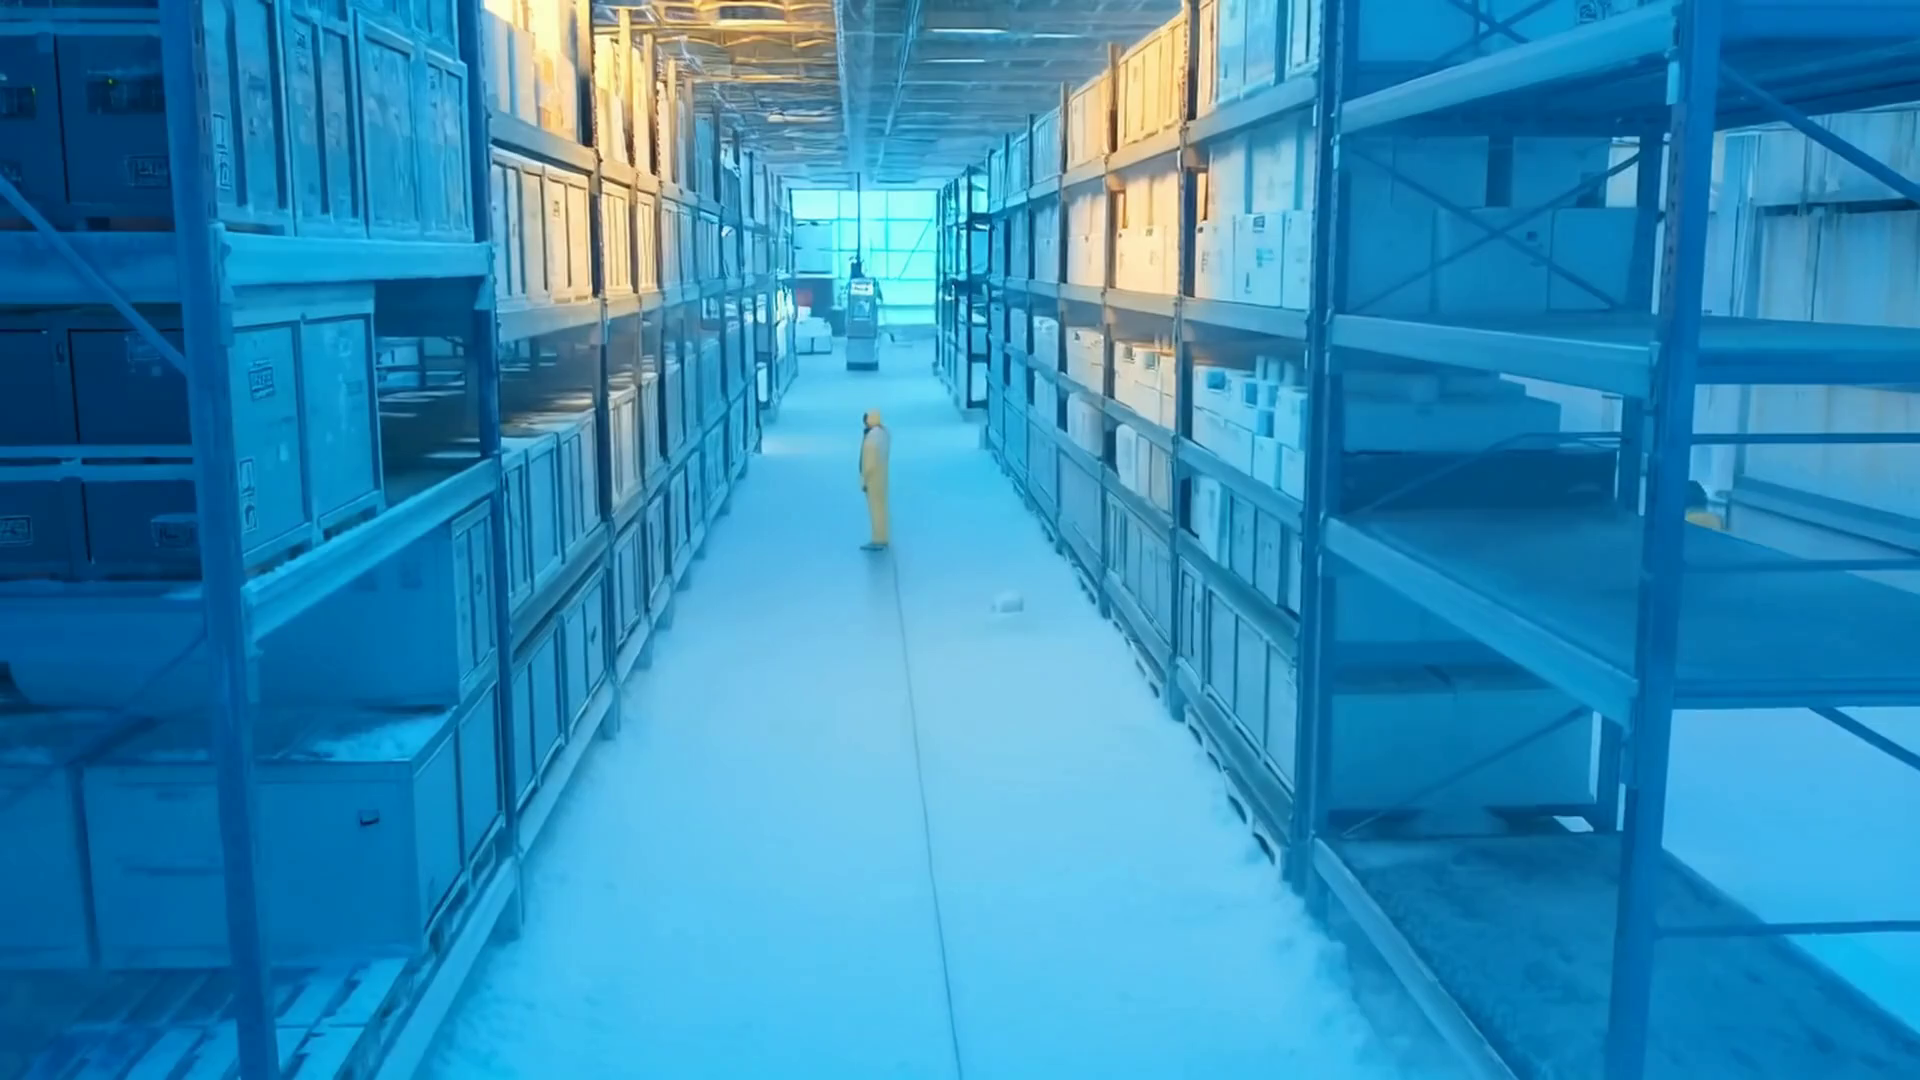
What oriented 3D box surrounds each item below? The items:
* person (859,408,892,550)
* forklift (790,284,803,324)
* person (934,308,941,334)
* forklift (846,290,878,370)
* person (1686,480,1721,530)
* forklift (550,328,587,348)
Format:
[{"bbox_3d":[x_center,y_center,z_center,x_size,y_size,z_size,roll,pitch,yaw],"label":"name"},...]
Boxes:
[{"bbox_3d":[-1.151,-0.820,22.282,0.400,1.905,0.643,4,10,20],"label":"person"},{"bbox_3d":[-7.525,-10.129,74.969,1.129,2.768,1.873,7,12,37],"label":"forklift"},{"bbox_3d":[-1.050,-11.858,88.149,0.668,1.918,0.651,5,11,26],"label":"person"},{"bbox_3d":[-3.483,-7.479,59.142,1.129,2.768,1.873,-1,10,-4],"label":"forklift"},{"bbox_3d":[6.735,0.352,15.480,0.605,1.828,0.490,1,10,7],"label":"person"},{"bbox_3d":[-8.910,-3.906,37.800,1.129,2.768,1.873,-1,10,-4],"label":"forklift"}]
